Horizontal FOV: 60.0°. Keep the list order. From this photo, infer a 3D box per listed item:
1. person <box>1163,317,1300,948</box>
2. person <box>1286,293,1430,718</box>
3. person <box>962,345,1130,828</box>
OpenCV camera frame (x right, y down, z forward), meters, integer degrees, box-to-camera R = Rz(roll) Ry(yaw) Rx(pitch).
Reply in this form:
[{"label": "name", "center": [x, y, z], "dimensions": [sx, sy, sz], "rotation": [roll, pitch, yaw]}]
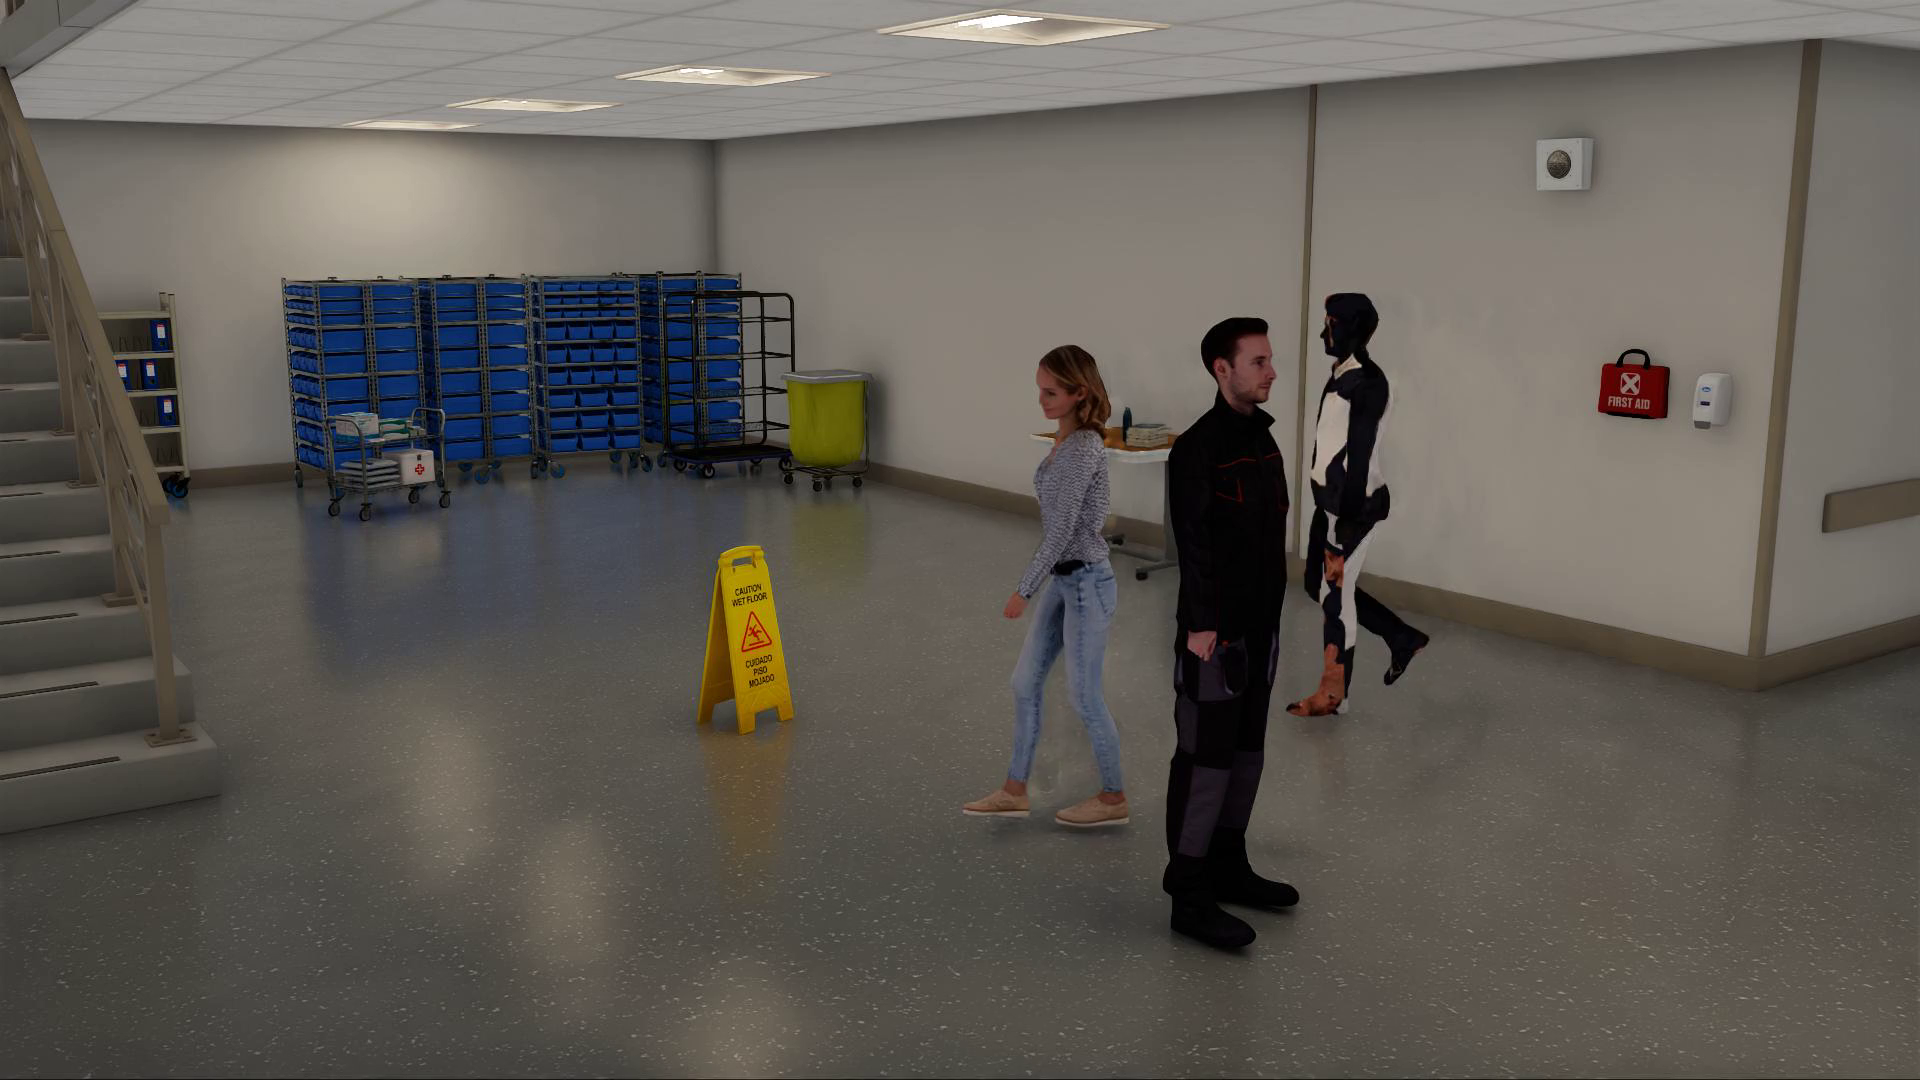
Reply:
[{"label": "person", "center": [0.837, 0.263, 5.151], "dimensions": [0.726, 1.915, 0.764], "rotation": [7, 13, 34]}, {"label": "person", "center": [1.797, -0.135, 7.350], "dimensions": [1.015, 1.876, 1.009], "rotation": [0, 11, -1]}, {"label": "person", "center": [0.496, 0.214, 5.836], "dimensions": [0.915, 1.755, 0.910], "rotation": [-1, 11, -3]}]
